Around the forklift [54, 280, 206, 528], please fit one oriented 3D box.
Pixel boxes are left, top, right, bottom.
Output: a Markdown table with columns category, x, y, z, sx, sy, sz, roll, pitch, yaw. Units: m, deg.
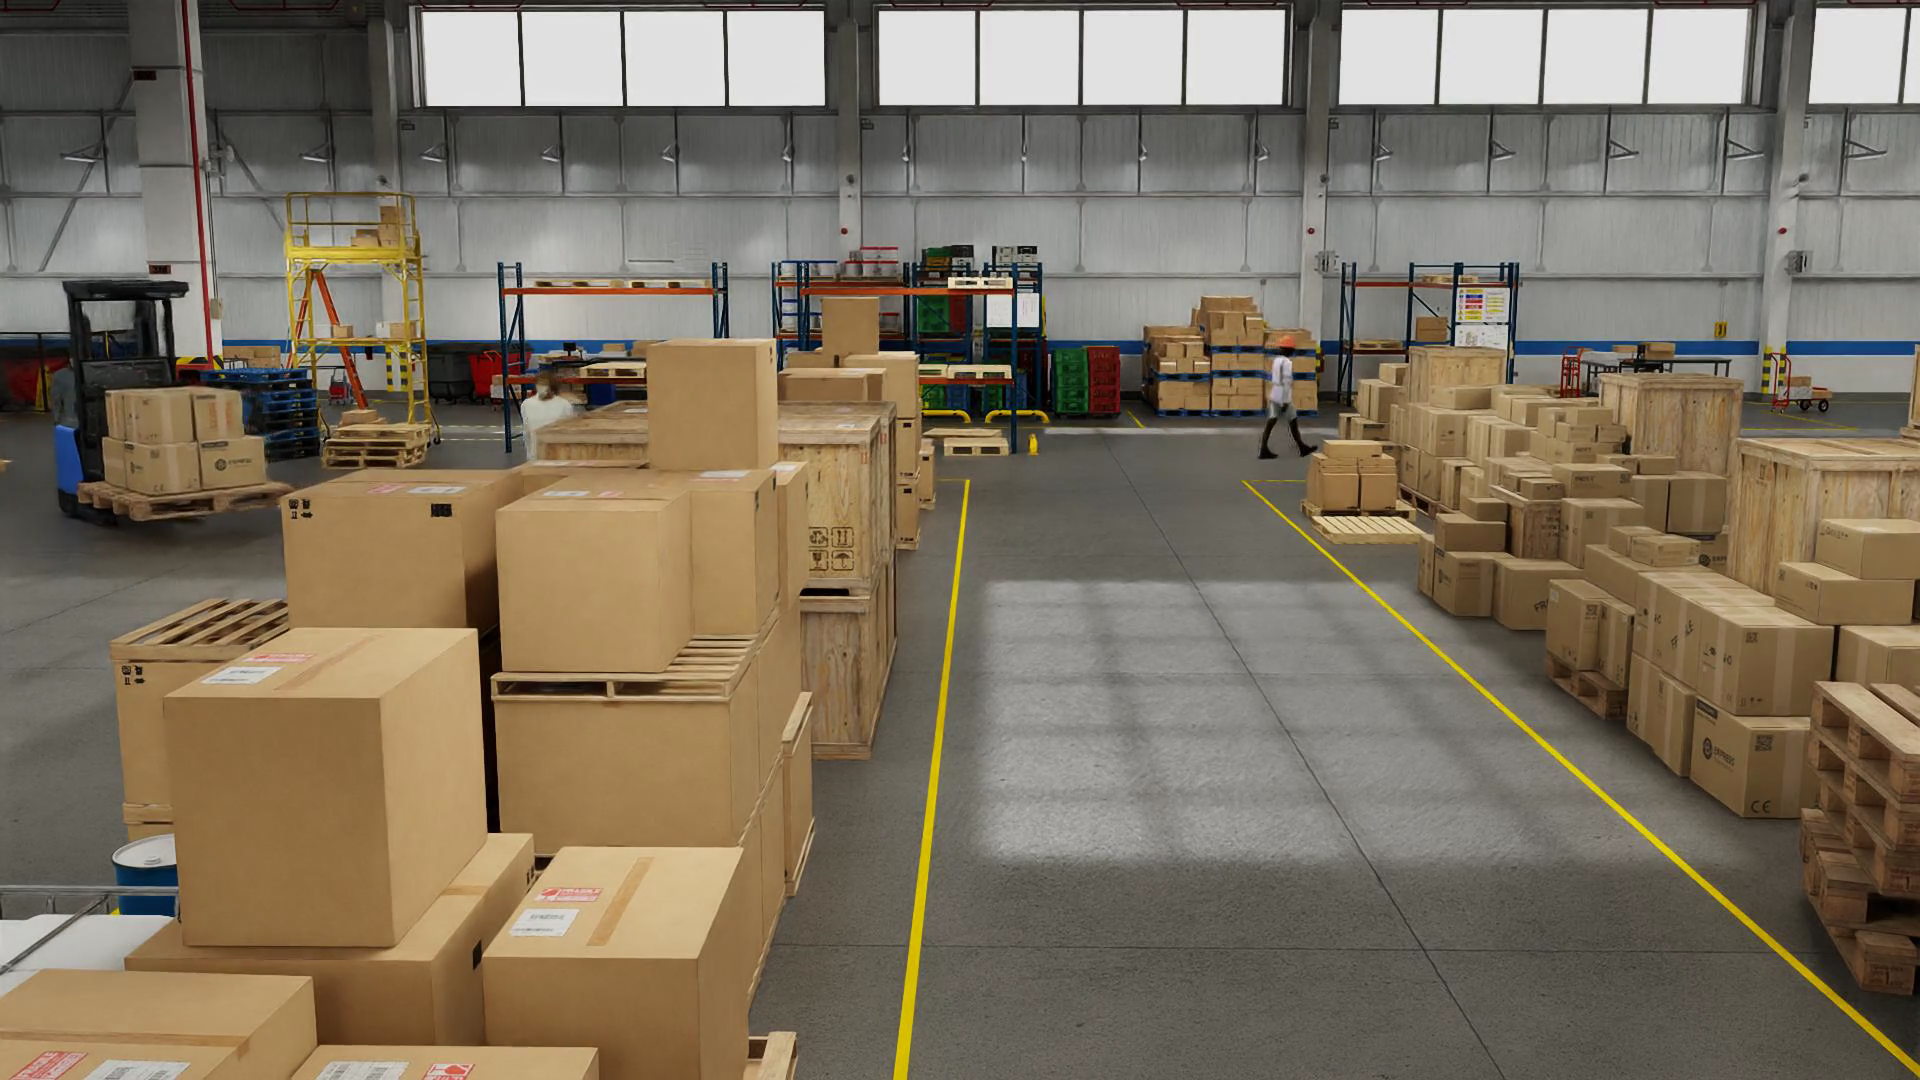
| category | x | y | z | sx | sy | sz | roll | pitch | yaw |
| --- | --- | --- | --- | --- | --- | --- | --- | --- | --- |
| forklift | -9.926 | -1.670 | 19.640 | 1.129 | 2.768 | 1.873 | -9 | 13 | -43 |

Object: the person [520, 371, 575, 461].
| category | x | y | z | sx | sy | sz | roll | pitch | yaw |
| --- | --- | --- | --- | --- | --- | --- | --- | --- | --- |
| person | -4.401 | -0.849 | 17.717 | 0.639 | 1.879 | 1.027 | 2 | 10 | 9 |

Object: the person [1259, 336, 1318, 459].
| category | x | y | z | sx | sy | sz | roll | pitch | yaw |
| --- | --- | --- | --- | --- | --- | --- | --- | --- | --- |
| person | 5.072 | -2.196 | 25.728 | 0.989 | 1.884 | 0.562 | -3 | 10 | -17 |

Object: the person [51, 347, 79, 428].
| category | x | y | z | sx | sy | sz | roll | pitch | yaw |
| --- | --- | --- | --- | --- | --- | --- | --- | --- | --- |
| person | -11.815 | -1.645 | 22.338 | 0.640 | 1.922 | 0.710 | -3 | 10 | -19 |
